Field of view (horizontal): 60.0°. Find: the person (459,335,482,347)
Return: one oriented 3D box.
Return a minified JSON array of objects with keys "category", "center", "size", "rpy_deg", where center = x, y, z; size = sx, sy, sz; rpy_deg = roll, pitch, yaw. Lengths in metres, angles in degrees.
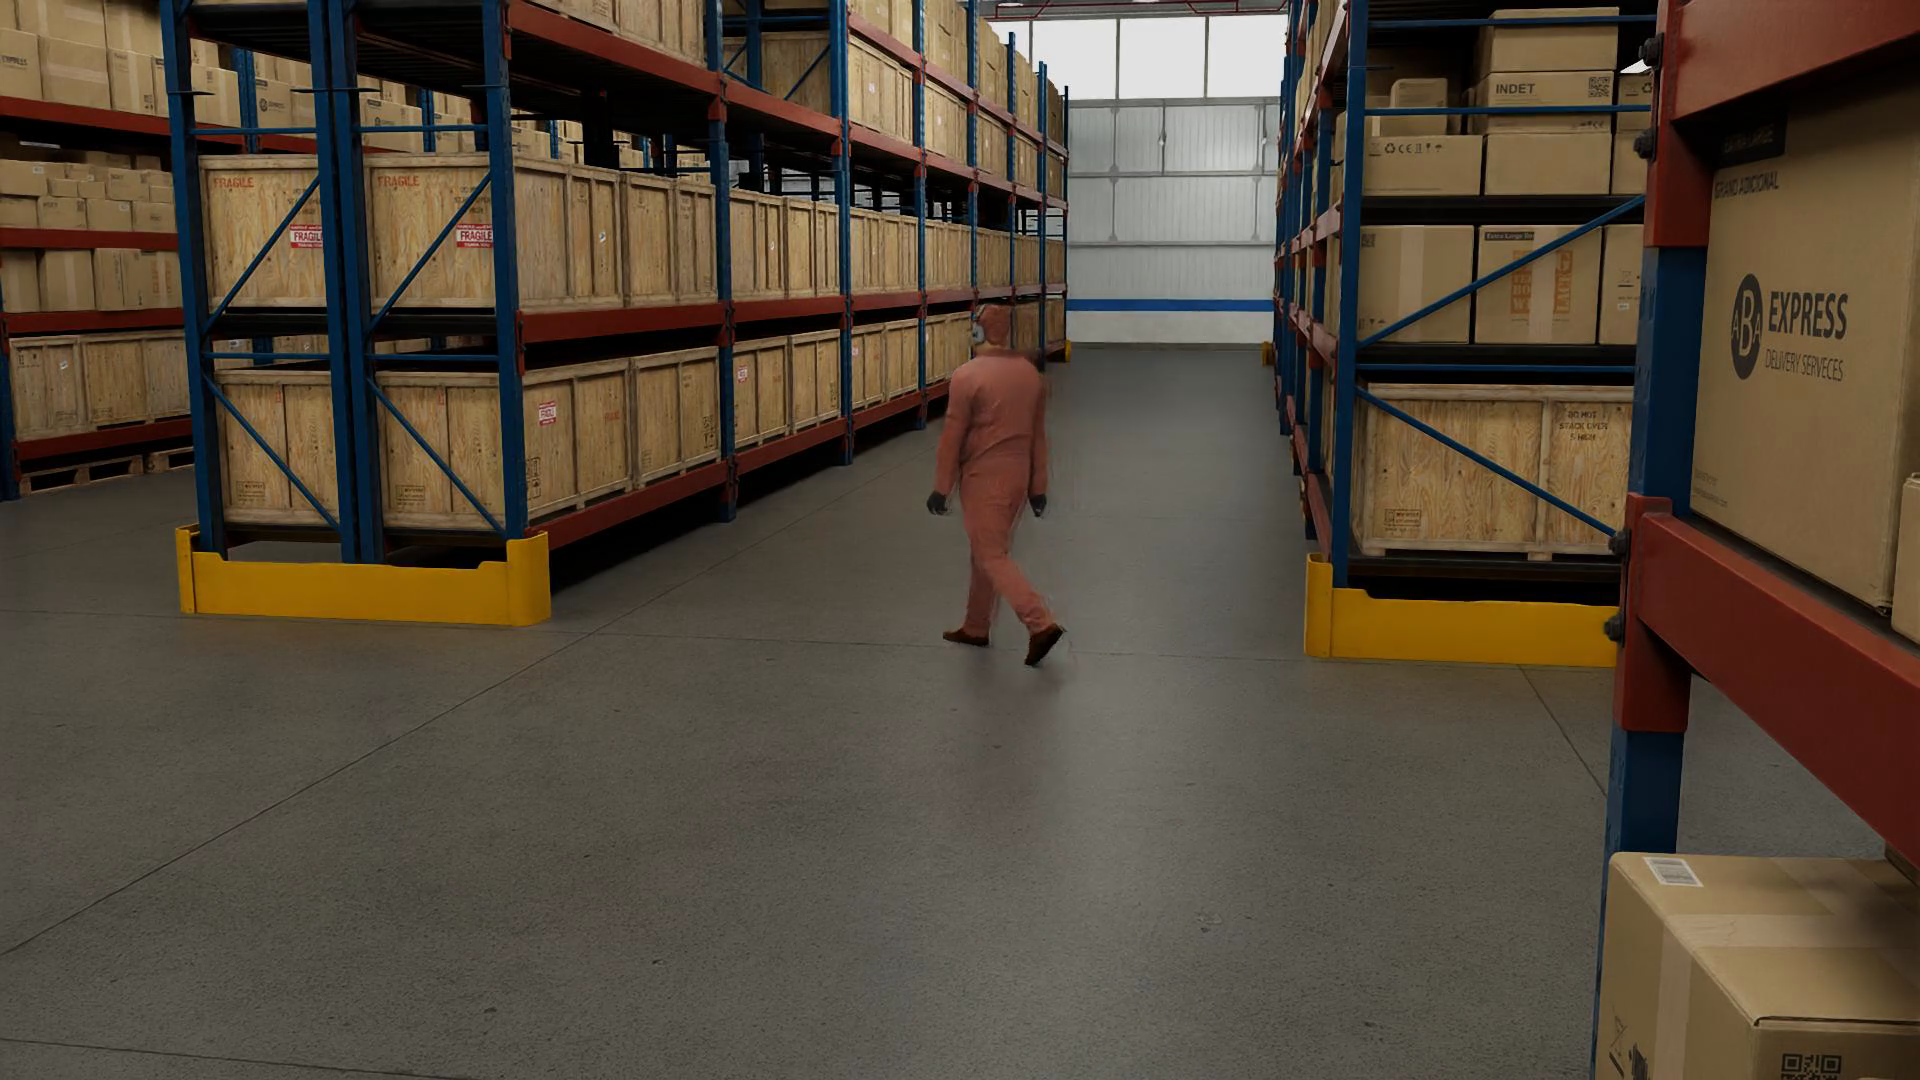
[{"category":"person","center":[-5.156,-1.852,18.196],"size":[0.652,1.904,0.403],"rpy_deg":[-5,10,-27]}]

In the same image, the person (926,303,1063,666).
[{"category":"person","center":[0.225,-0.301,8.691],"size":[0.889,1.872,0.640],"rpy_deg":[7,12,39]}]
